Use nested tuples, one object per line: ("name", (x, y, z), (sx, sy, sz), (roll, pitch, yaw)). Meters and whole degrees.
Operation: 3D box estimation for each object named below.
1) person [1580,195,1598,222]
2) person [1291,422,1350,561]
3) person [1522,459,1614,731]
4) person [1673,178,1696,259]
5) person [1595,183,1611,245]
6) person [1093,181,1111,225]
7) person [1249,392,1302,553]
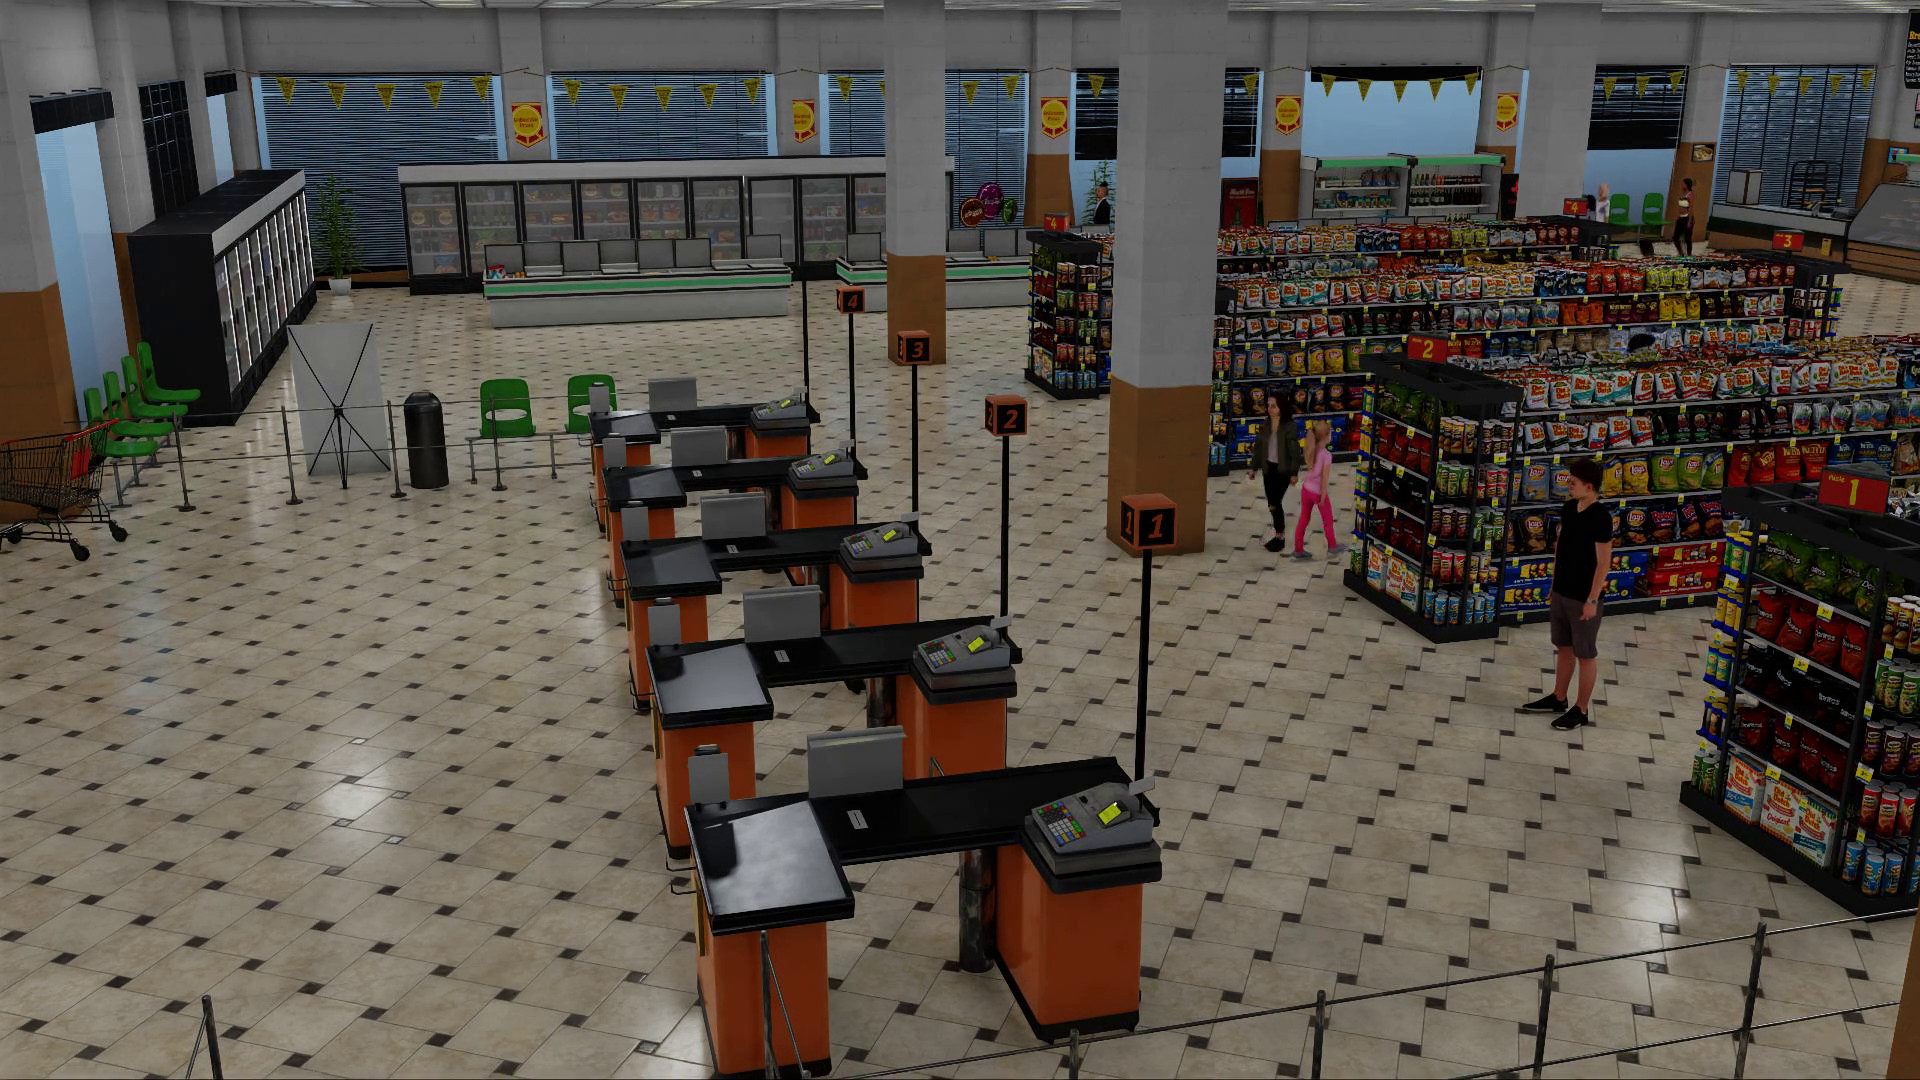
("person", (11.541, -5.510, 30.739), (0.506, 1.724, 0.586), (-4, 17, -13))
("person", (3.111, -0.417, 14.785), (0.860, 1.247, 0.626), (-10, 20, -30))
("person", (4.180, 0.347, 11.216), (0.570, 1.860, 0.661), (-4, 17, -13))
("person", (14.871, -6.494, 33.977), (0.673, 1.724, 0.572), (-5, 18, -17))
("person", (12.616, -6.142, 32.775), (0.507, 1.750, 0.559), (-4, 17, -13))
("person", (2.648, -5.678, 30.906), (0.579, 1.948, 0.693), (-4, 17, -13))
("person", (2.939, -0.630, 15.113), (0.712, 1.465, 0.685), (-14, 22, -39))
